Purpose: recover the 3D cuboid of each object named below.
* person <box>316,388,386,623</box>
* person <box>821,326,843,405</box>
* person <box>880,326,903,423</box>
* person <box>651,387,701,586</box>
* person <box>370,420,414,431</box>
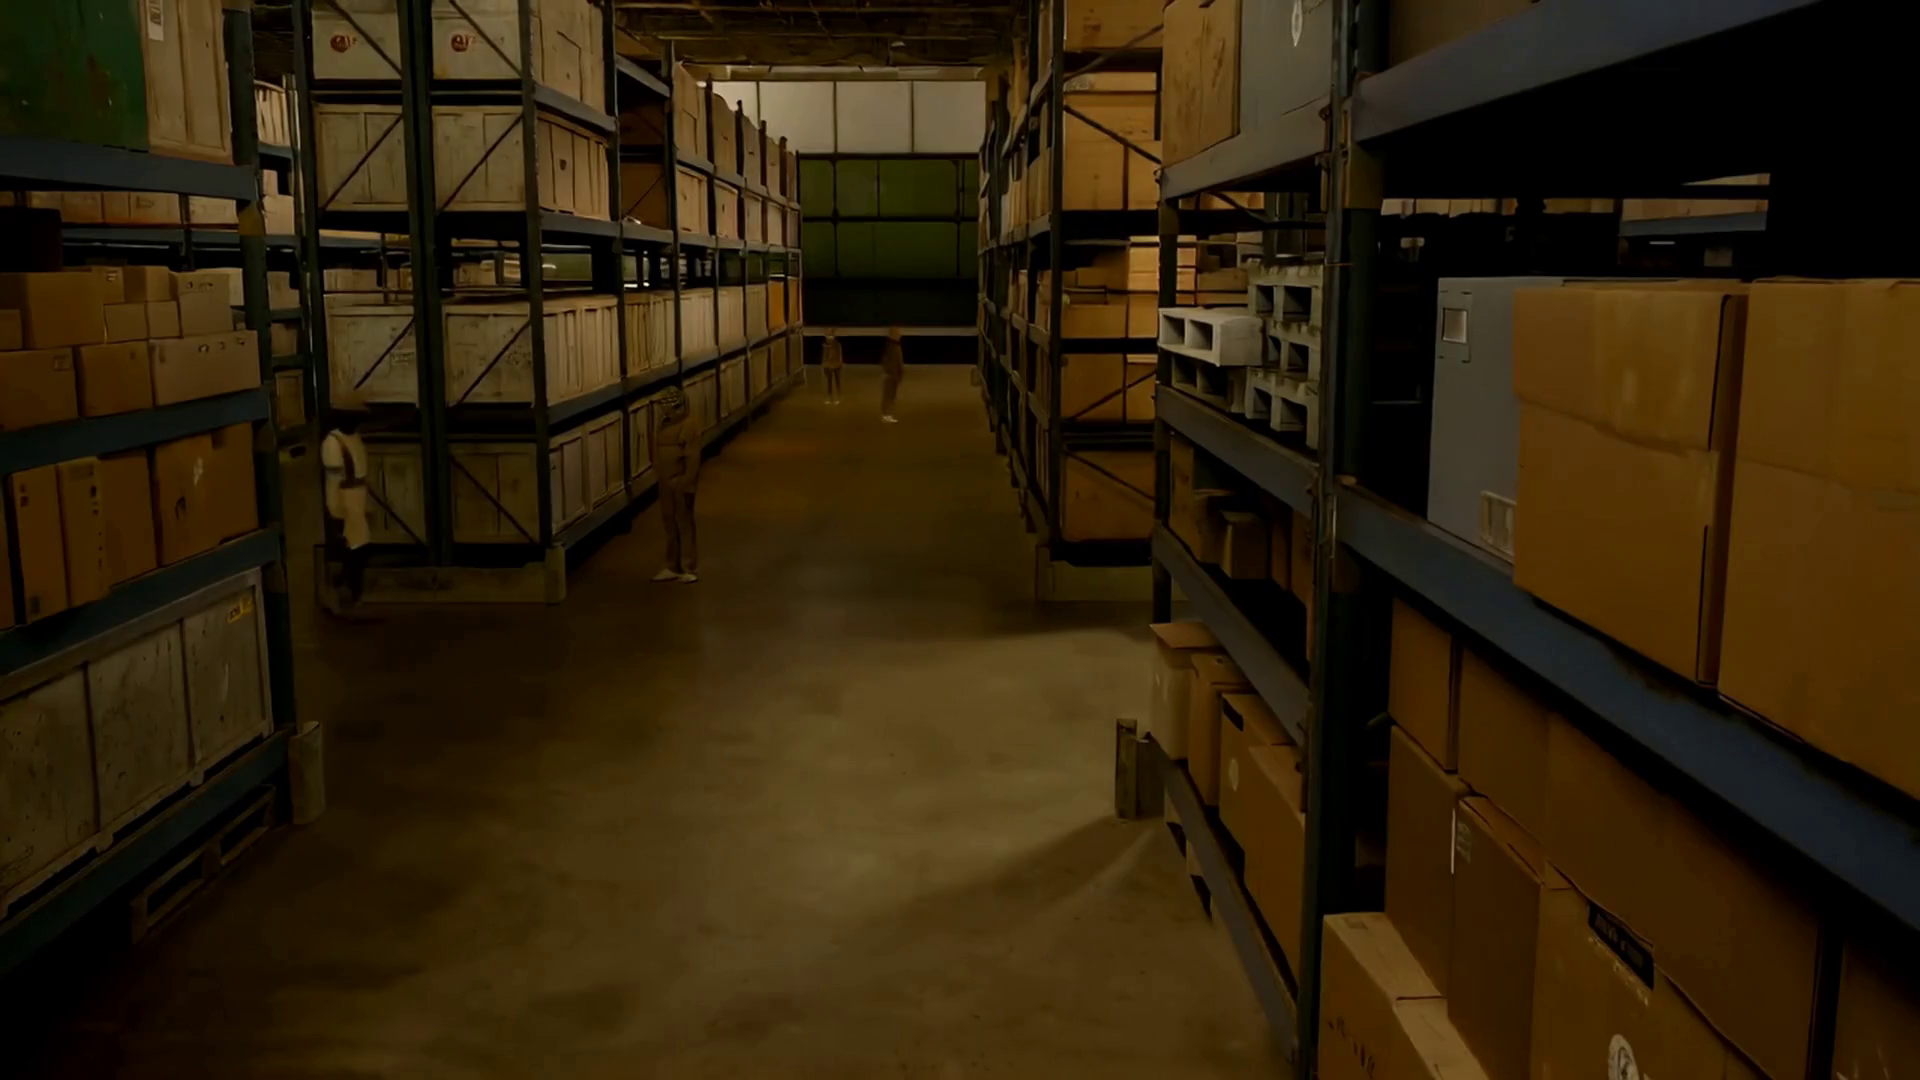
[{"bbox_3d":[-5.170,-0.276,14.136,0.447,2.033,0.629,0,9,2],"label":"person"},{"bbox_3d":[-2.885,-3.900,37.220,0.572,1.747,0.344,-8,12,-40],"label":"person"},{"bbox_3d":[-1.343,-3.262,32.806,0.406,1.921,0.703,-6,11,-34],"label":"person"},{"bbox_3d":[-2.763,-0.519,16.017,0.402,1.906,0.652,-8,12,-41],"label":"person"},{"bbox_3d":[-7.900,-1.690,23.198,0.654,1.906,0.406,-5,11,-28],"label":"person"}]
